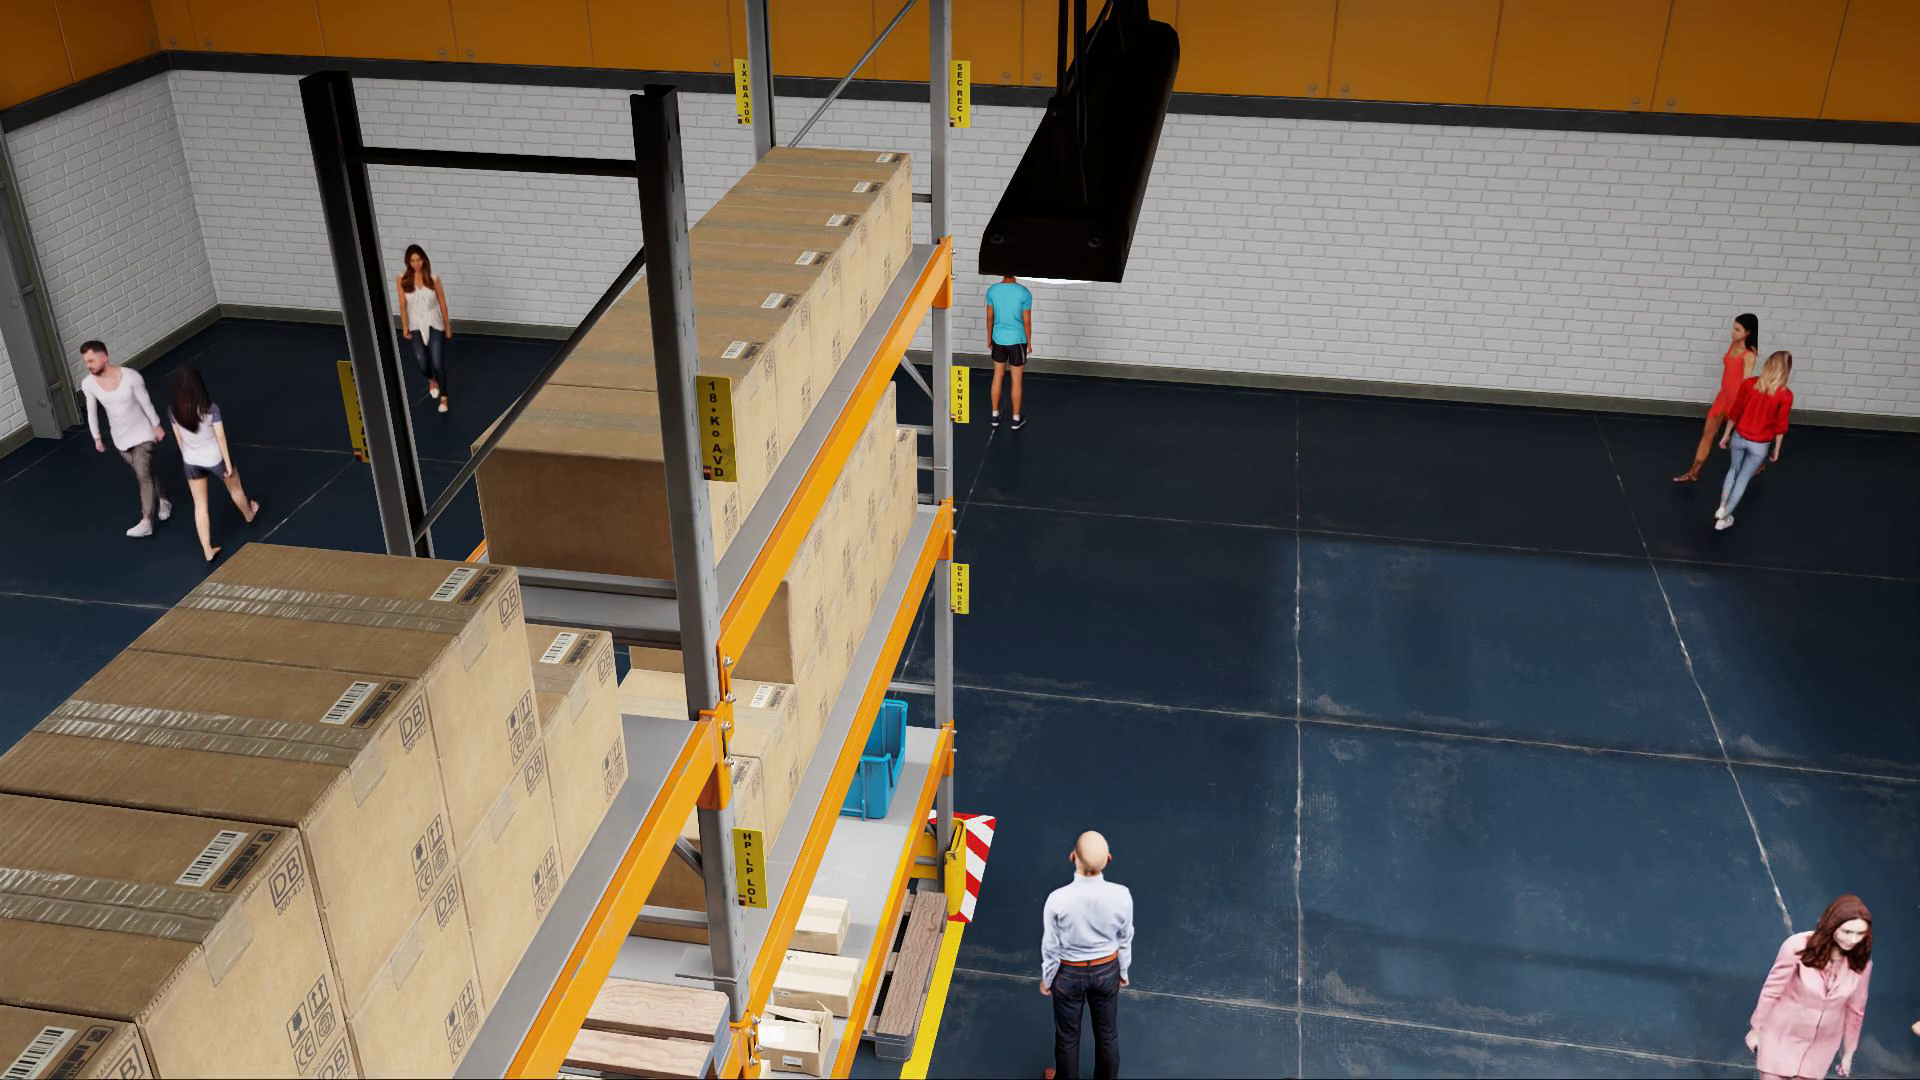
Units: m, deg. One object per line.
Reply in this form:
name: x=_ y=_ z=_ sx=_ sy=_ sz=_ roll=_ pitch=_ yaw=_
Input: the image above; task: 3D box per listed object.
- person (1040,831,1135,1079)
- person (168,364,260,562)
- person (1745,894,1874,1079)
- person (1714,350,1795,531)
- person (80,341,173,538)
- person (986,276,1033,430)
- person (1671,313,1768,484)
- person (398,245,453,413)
person: x=0.655 y=2.260 z=8.660 sx=0.708 sy=1.791 sz=0.682 roll=-4 pitch=29 yaw=-7
person: x=-6.420 y=-0.617 z=14.075 sx=0.805 sy=1.656 sz=1.173 roll=-1 pitch=29 yaw=-2
person: x=4.187 y=2.436 z=8.341 sx=0.628 sy=1.788 sz=0.587 roll=4 pitch=29 yaw=8
person: x=6.821 y=-0.815 z=14.411 sx=0.770 sy=1.683 sz=0.799 roll=26 pitch=38 yaw=38
person: x=-7.189 y=-0.953 z=14.554 sx=0.816 sy=1.786 sz=1.063 roll=-4 pitch=29 yaw=-8
person: x=0.483 y=-1.958 z=16.412 sx=0.644 sy=1.772 sz=0.557 roll=10 pitch=30 yaw=17
person: x=7.170 y=-1.254 z=15.224 sx=0.905 sy=1.673 sz=1.139 roll=-3 pitch=29 yaw=-6
person: x=-5.387 y=-2.159 z=16.793 sx=0.769 sy=1.761 sz=0.858 roll=-8 pitch=30 yaw=-15
